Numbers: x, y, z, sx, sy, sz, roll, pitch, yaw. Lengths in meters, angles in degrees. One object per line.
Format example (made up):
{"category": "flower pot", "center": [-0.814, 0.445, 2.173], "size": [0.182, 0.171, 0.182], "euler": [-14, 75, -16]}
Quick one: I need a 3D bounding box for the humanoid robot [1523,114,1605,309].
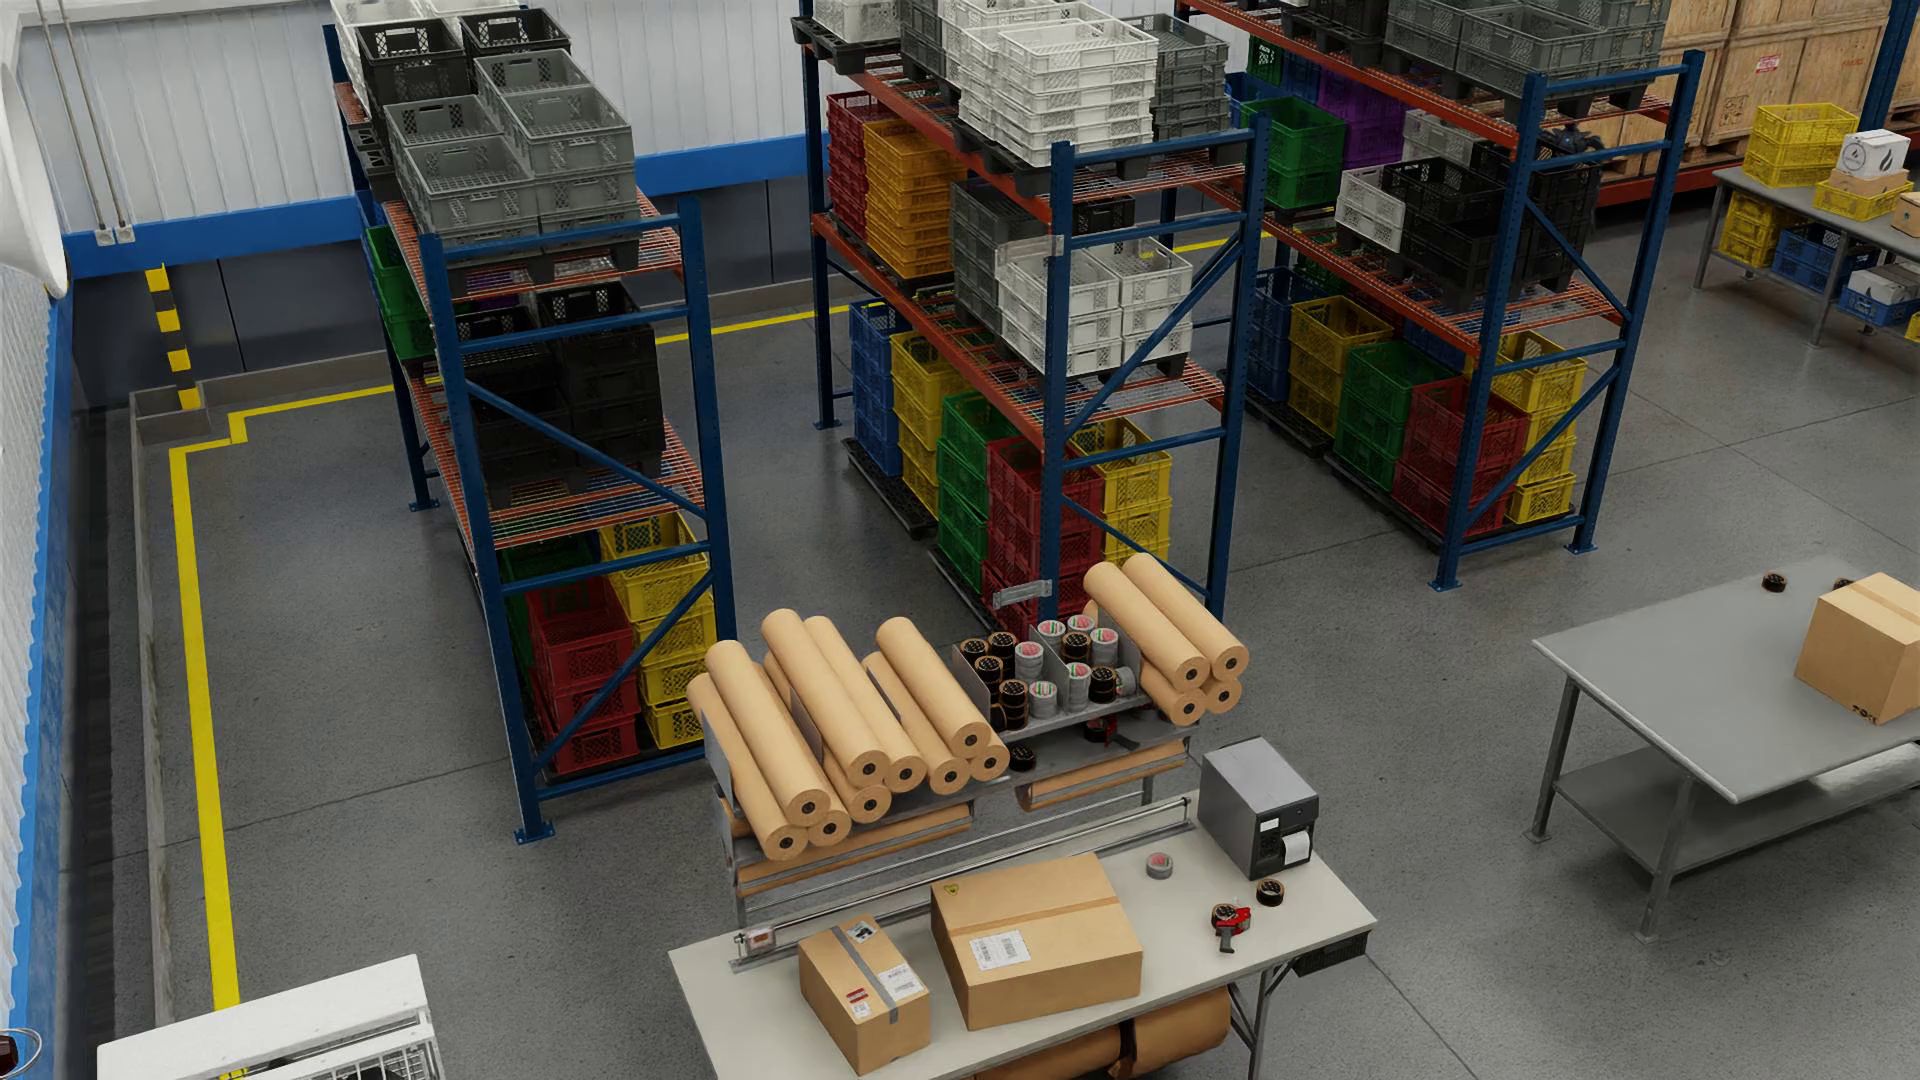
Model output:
{"category": "humanoid robot", "center": [4.646, -2.607, 12.859], "size": [0.596, 1.645, 0.323], "euler": [16, 35, 23]}
